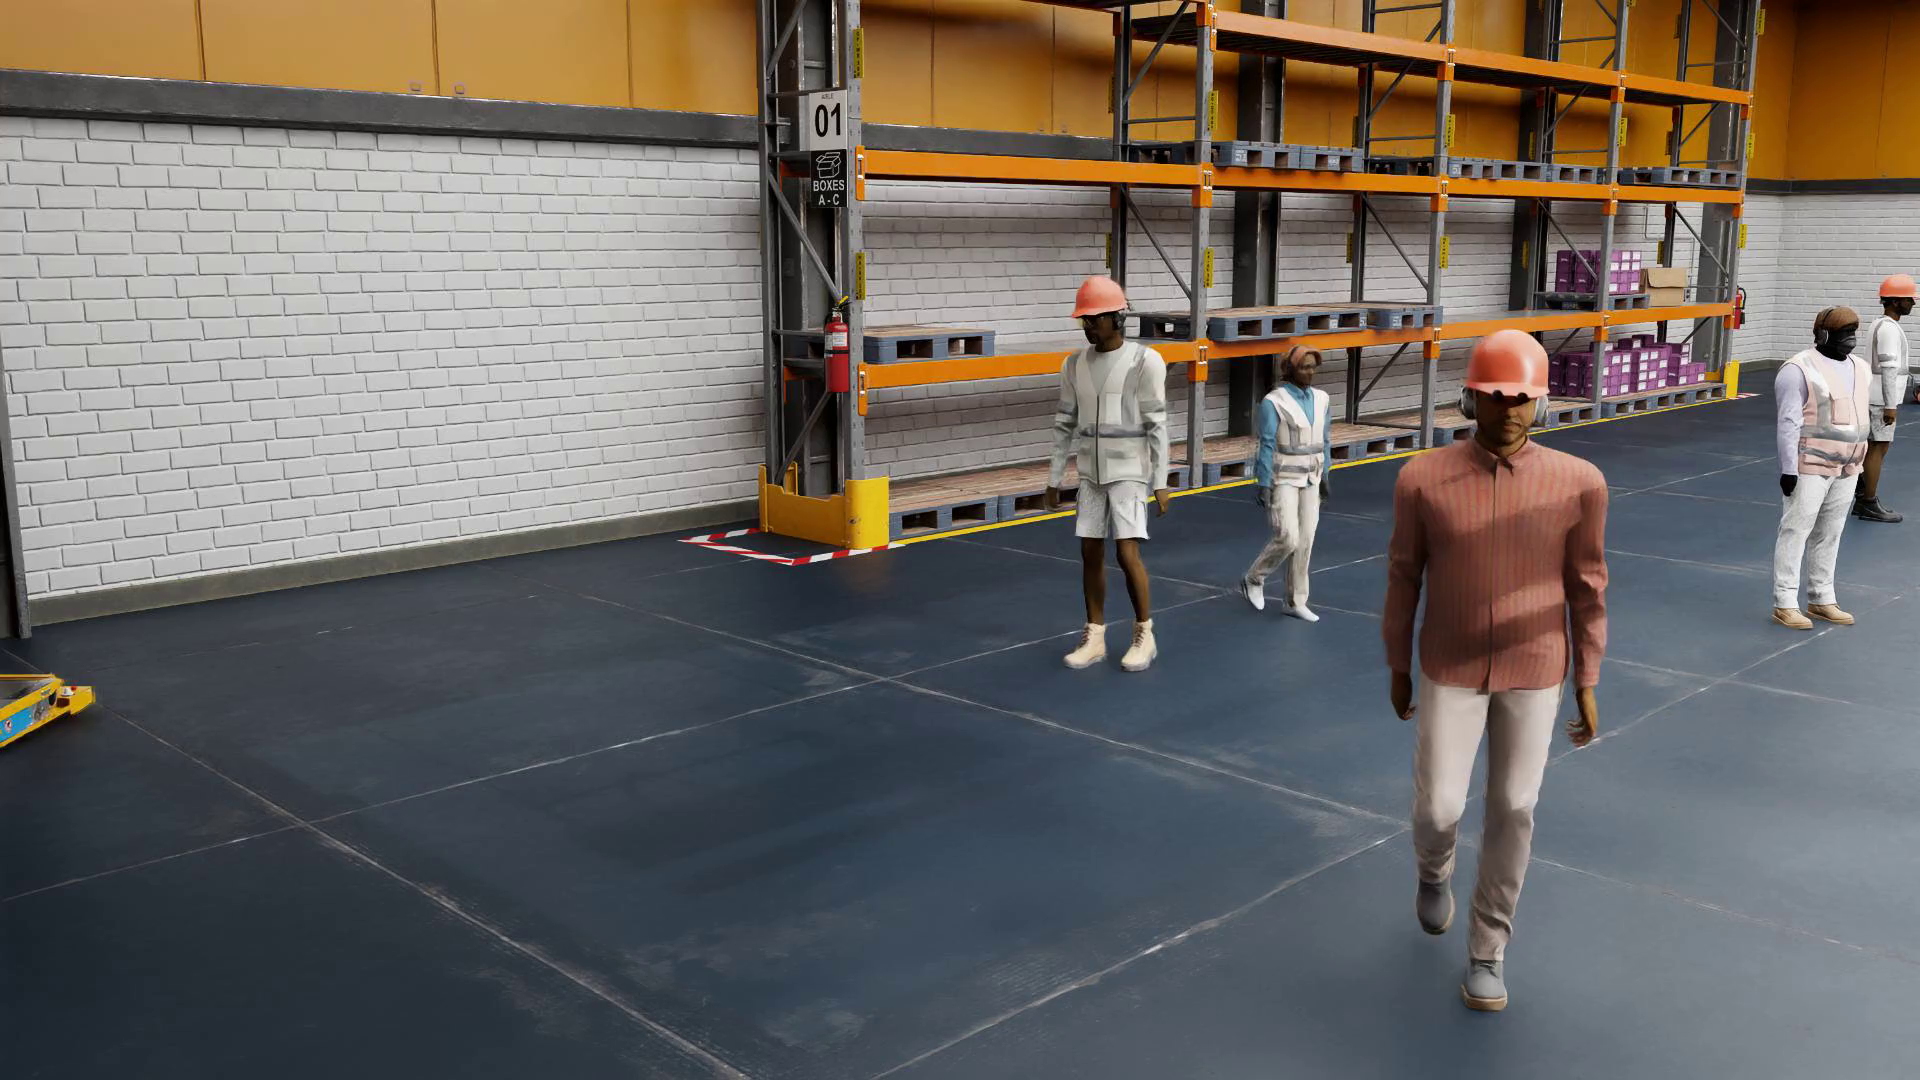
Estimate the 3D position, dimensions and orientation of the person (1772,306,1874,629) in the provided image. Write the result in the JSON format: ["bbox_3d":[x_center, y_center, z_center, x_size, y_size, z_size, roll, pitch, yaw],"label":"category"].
[{"bbox_3d":[4.959,-0.413,9.543,0.626,1.844,0.429,-4,11,-21],"label":"person"}]

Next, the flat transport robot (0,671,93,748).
[{"bbox_3d":[-4.425,0.806,7.176,0.652,0.197,1.431,0,10,-1],"label":"flat transport robot"}]

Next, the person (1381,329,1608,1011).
[{"bbox_3d":[1.572,0.364,4.926,0.618,1.978,0.531,3,11,14],"label":"person"}]

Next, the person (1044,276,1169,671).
[{"bbox_3d":[0.759,-0.332,8.572,0.672,2.030,0.422,8,13,38],"label":"person"}]

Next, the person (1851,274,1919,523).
[{"bbox_3d":[7.292,-1.112,13.090,0.361,1.938,0.545,3,11,18],"label":"person"}]

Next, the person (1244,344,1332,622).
[{"bbox_3d":[1.933,-0.331,9.696,0.516,1.626,0.398,-7,13,-34],"label":"person"}]
